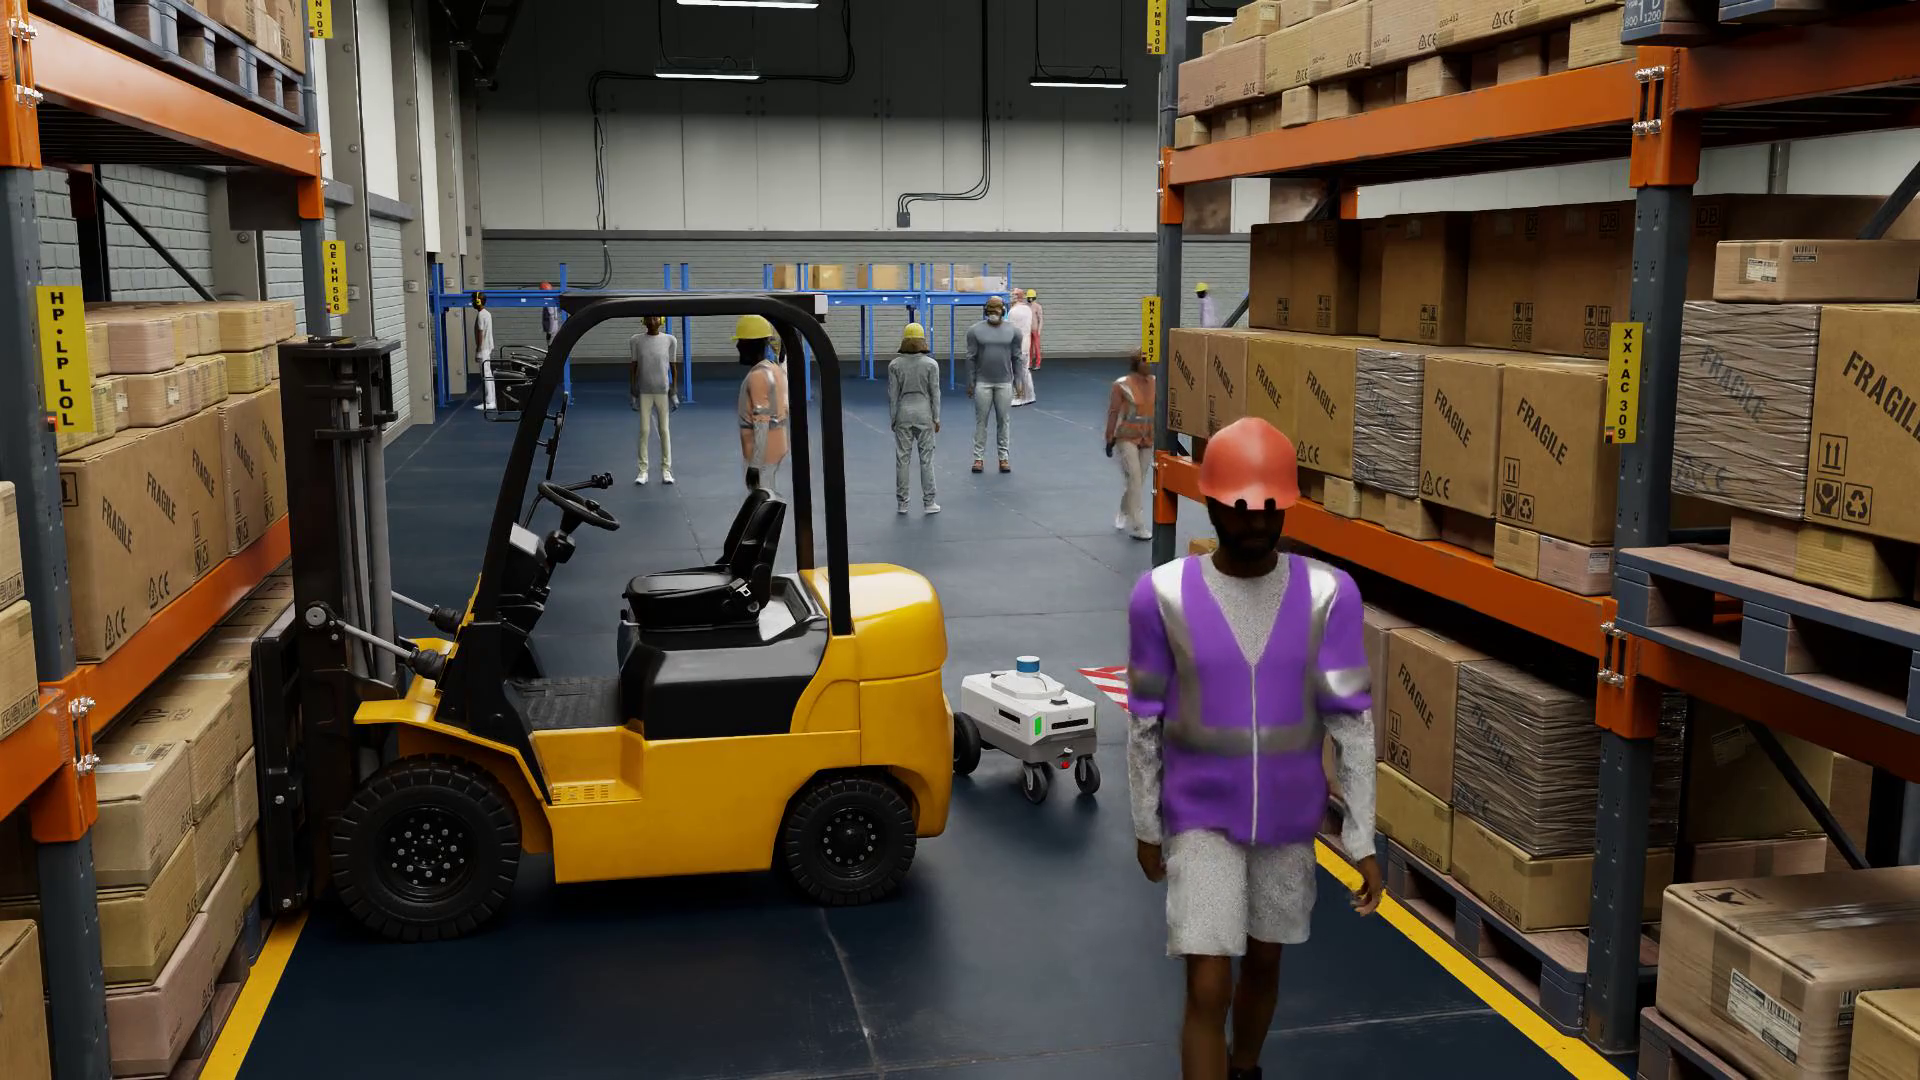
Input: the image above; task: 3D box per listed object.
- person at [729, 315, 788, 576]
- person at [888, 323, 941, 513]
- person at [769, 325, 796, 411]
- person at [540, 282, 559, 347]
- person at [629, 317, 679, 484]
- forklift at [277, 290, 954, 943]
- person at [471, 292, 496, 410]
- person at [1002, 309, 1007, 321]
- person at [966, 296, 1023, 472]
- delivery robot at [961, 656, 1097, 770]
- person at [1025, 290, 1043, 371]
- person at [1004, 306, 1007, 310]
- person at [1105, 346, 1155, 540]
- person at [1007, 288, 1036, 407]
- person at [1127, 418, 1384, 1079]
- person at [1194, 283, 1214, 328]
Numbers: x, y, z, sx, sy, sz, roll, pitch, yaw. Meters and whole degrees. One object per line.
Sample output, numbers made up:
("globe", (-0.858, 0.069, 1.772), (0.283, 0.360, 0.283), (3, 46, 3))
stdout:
("person", (-1.400, -0.603, 11.571), (0.386, 1.924, 0.593), (0, 9, 3))
("person", (-0.412, -1.119, 15.274), (0.484, 1.743, 0.298), (1, 9, 9))
("person", (-2.791, -2.966, 26.234), (0.429, 1.843, 0.632), (0, 9, -3))
("person", (-8.429, -4.304, 34.104), (0.376, 1.934, 0.547), (-2, 9, -10))
("person", (-3.198, -1.526, 17.361), (0.507, 1.874, 0.329), (-2, 9, -9))
("forklift", (-1.179, 0.175, 6.143), (2.313, 2.155, 1.214), (-2, 10, -12))
("person", (-7.595, -3.016, 26.480), (0.321, 1.863, 0.502), (-1, 9, -4))
("person", (0.817, -4.273, 34.641), (0.316, 1.696, 0.540), (-3, 10, -20))
("person", (0.381, -1.725, 18.396), (0.629, 1.933, 0.379), (0, 9, 1))
("delivery robot", (0.299, 0.754, 7.311), (0.477, 0.478, 0.707), (-5, 11, -28))
("person", (1.586, -4.601, 36.449), (0.337, 1.760, 0.526), (-8, 12, -40))
("person", (0.902, -5.099, 39.663), (0.317, 1.697, 0.540), (8, 12, 39))
("person", (1.449, -0.838, 13.982), (0.516, 1.602, 0.757), (-4, 10, -24))
("person", (0.952, -3.127, 27.055), (0.435, 1.901, 0.781), (5, 11, 30))
("person", (0.680, 0.675, 3.866), (0.564, 1.899, 0.922), (0, 9, 0))
("person", (5.715, -5.042, 38.742), (0.600, 1.886, 0.597), (-1, 9, -4))
